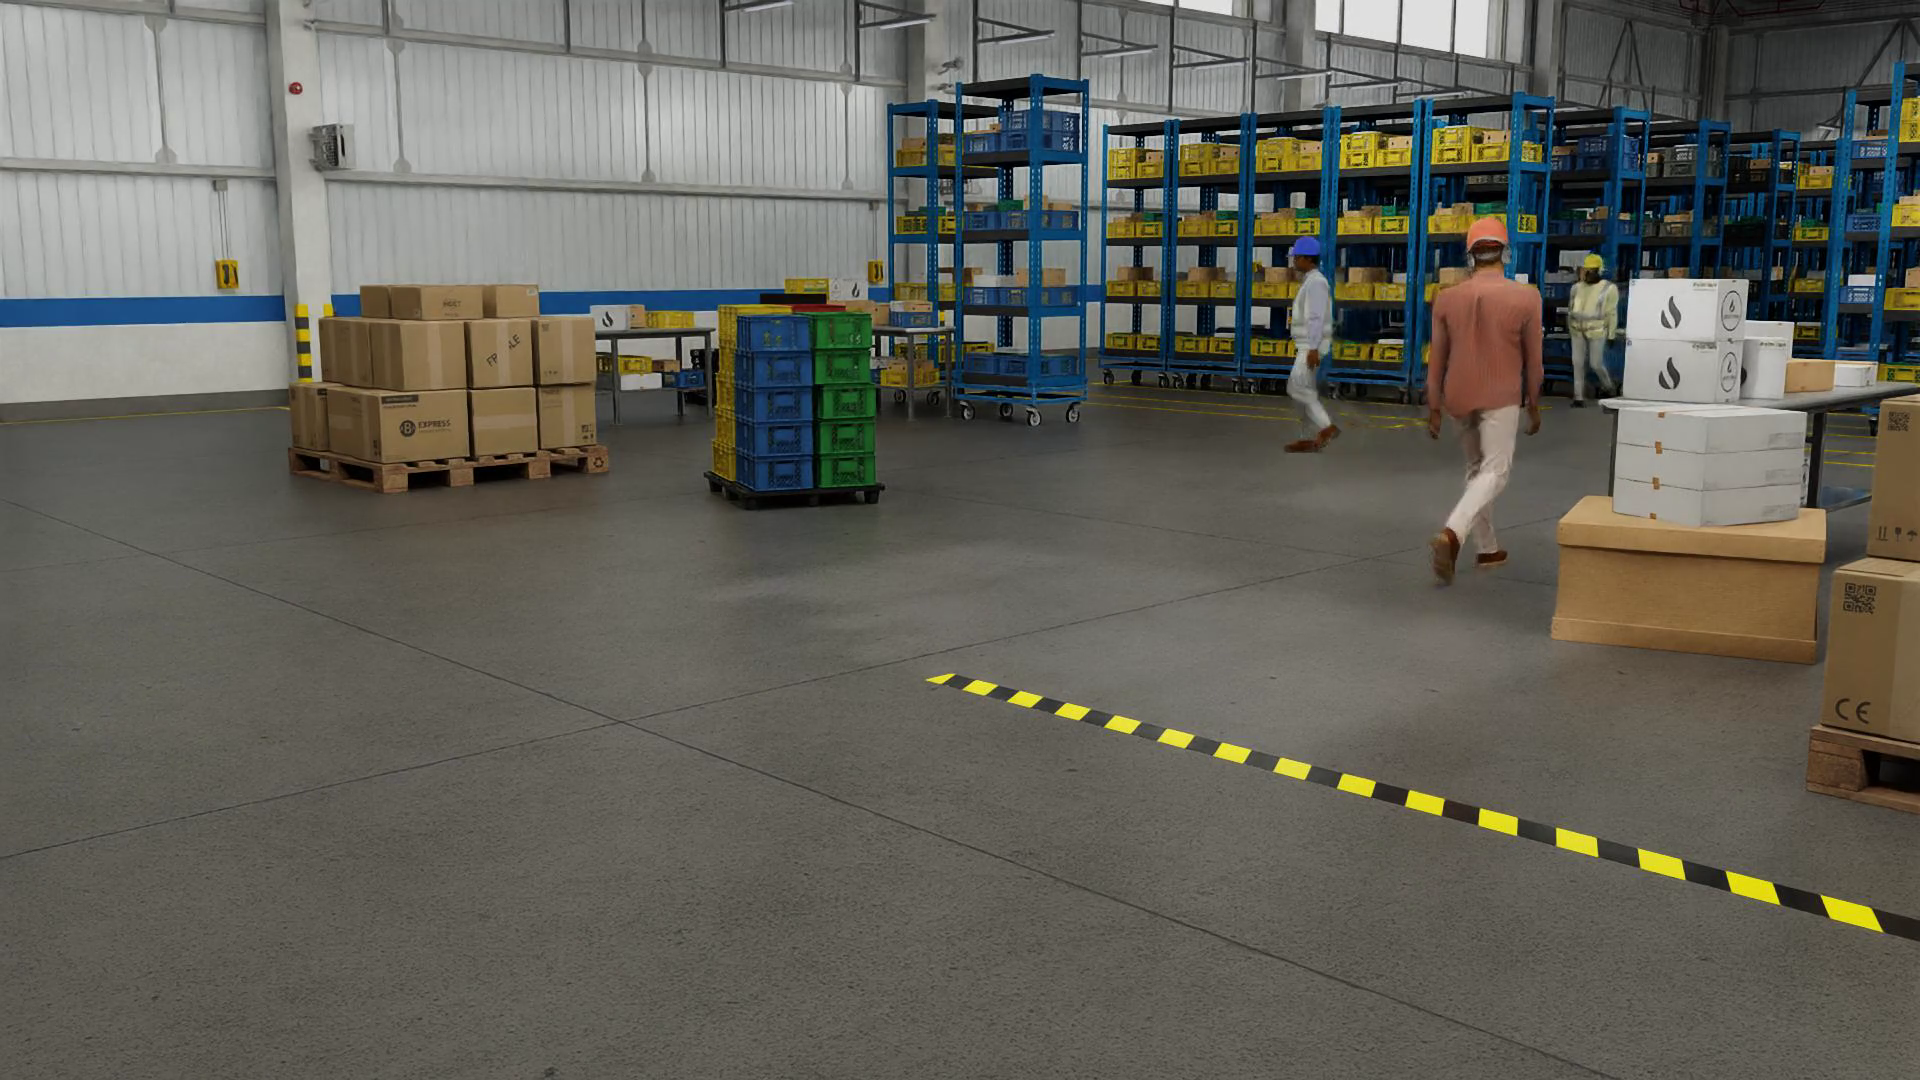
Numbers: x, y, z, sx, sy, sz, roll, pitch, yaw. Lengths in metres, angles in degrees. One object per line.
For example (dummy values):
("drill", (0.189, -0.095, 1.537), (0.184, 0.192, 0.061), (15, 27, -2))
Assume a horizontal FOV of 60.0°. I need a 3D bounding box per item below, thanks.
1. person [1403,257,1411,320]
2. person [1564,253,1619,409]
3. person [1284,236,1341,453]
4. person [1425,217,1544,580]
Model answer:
("person", (7.957, -4.099, 29.470), (0.574, 1.806, 0.599), (-2, 10, -9))
("person", (7.422, -2.449, 19.537), (0.585, 1.816, 0.598), (-9, 13, -43))
("person", (3.089, -1.718, 14.768), (0.428, 1.934, 0.642), (1, 9, 5))
("person", (2.787, -0.755, 8.947), (0.600, 1.951, 0.926), (9, 13, 42))
